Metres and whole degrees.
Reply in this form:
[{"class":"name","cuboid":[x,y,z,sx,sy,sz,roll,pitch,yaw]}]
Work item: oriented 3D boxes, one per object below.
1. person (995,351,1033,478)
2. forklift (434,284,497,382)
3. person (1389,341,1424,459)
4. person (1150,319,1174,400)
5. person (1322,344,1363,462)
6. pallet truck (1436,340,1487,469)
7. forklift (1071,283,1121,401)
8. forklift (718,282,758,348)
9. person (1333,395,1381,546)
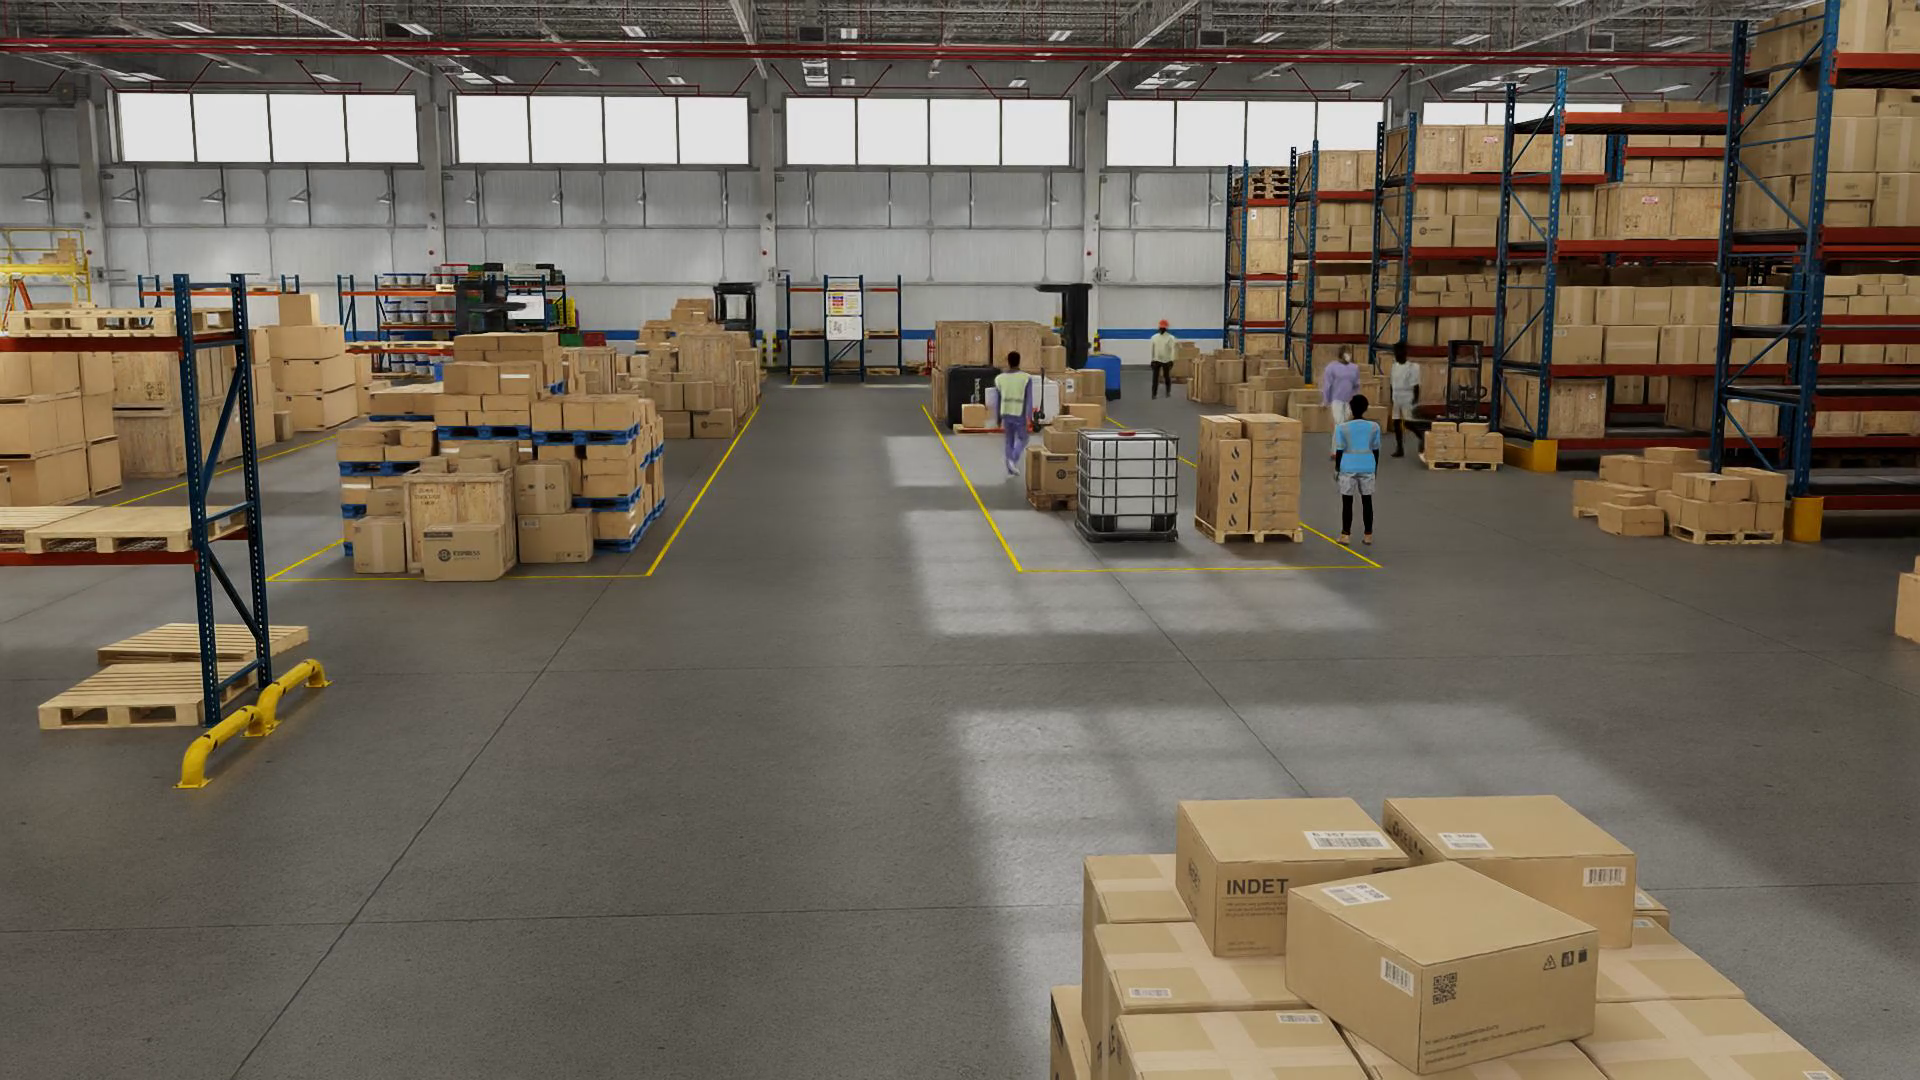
[{"class":"person","cuboid":[0.811,-1.866,24.811,0.614,1.901,0.446,4,10,24]},{"class":"forklift","cuboid":[-10.581,-4.210,36.468,1.873,2.768,1.129,6,11,34]},{"class":"person","cuboid":[7.386,-2.308,27.469,0.671,1.938,0.655,-5,10,-30]},{"class":"person","cuboid":[4.957,-4.430,40.731,0.627,1.968,0.855,3,10,19]},{"class":"person","cuboid":[6.212,-2.174,26.701,0.662,1.910,0.832,-4,10,-23]},{"class":"pallet truck","cuboid":[8.004,-2.170,26.422,0.823,1.965,1.885,2,9,14]},{"class":"forklift","cuboid":[2.877,-4.745,39.826,1.873,2.768,1.129,-1,9,-4]},{"class":"forklift","cuboid":[-6.056,-5.590,45.133,1.129,2.768,1.873,-1,9,-4]},{"class":"person","cuboid":[4.437,-0.776,18.608,0.532,1.697,0.319,-1,9,-5]}]
